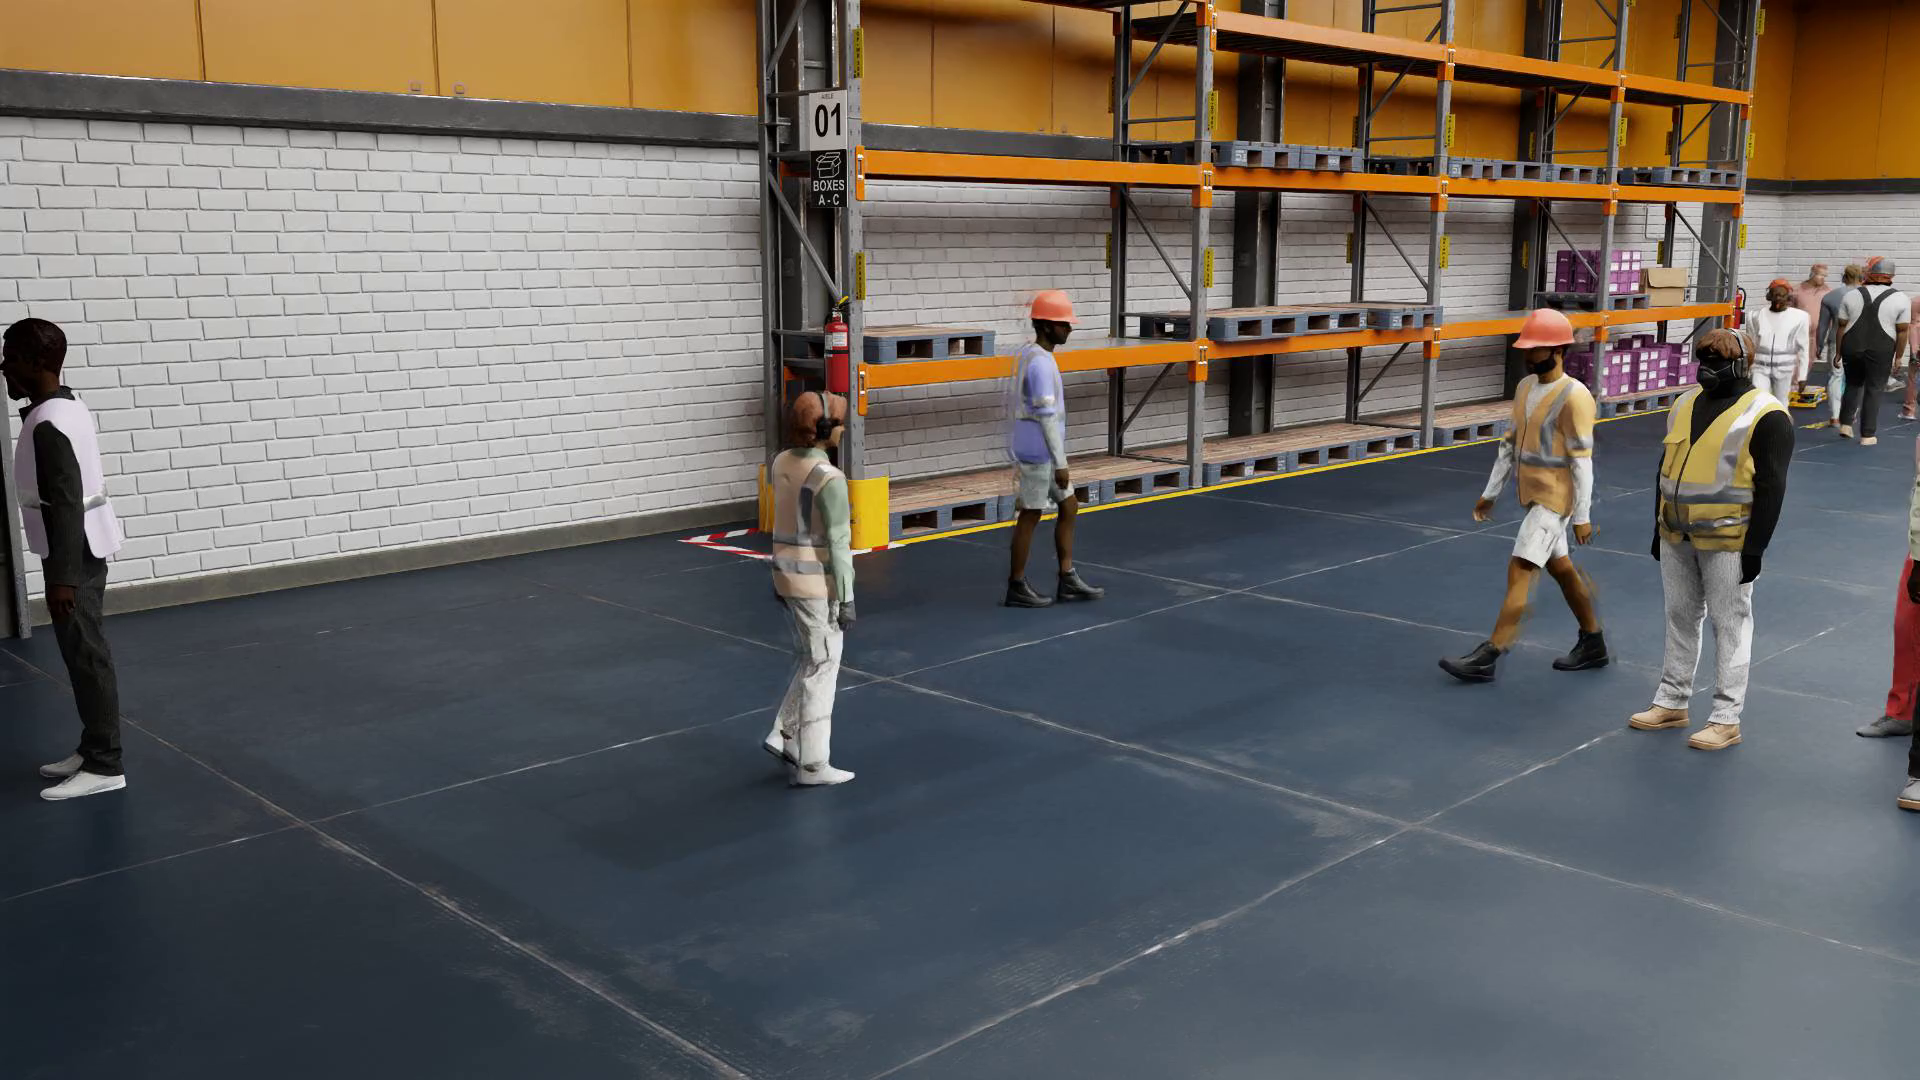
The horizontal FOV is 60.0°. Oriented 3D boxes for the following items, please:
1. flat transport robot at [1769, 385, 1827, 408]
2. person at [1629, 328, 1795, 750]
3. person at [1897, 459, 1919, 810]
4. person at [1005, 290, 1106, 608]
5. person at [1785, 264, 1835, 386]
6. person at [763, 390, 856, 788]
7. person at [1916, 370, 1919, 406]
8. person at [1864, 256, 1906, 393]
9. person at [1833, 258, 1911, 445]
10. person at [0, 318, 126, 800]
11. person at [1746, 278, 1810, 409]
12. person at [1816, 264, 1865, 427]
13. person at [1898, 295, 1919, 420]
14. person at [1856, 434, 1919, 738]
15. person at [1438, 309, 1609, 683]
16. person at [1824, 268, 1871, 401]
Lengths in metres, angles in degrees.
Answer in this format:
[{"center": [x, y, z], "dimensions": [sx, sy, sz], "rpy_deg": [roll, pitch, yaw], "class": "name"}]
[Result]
[{"center": [11.033, -1.915, 22.018], "dimensions": [0.652, 0.197, 1.431], "rpy_deg": [7, 12, 33], "class": "flat transport robot"}, {"center": [3.301, -0.009, 7.337], "dimensions": [0.429, 1.844, 0.627], "rpy_deg": [-5, 11, -24], "class": "person"}, {"center": [3.968, 0.097, 6.366], "dimensions": [0.611, 1.985, 0.393], "rpy_deg": [6, 12, 29], "class": "person"}, {"center": [0.608, -0.520, 9.924], "dimensions": [0.760, 1.911, 0.584], "rpy_deg": [1, 10, 3], "class": "person"}, {"center": [11.475, -2.783, 22.439], "dimensions": [0.665, 1.847, 1.023], "rpy_deg": [2, 11, 11], "class": "person"}, {"center": [-0.575, 0.206, 6.745], "dimensions": [0.374, 1.624, 0.543], "rpy_deg": [-6, 12, -31], "class": "person"}, {"center": [9.014, -1.334, 15.140], "dimensions": [0.530, 1.621, 0.544], "rpy_deg": [8, 13, 36], "class": "person"}, {"center": [12.940, -3.018, 23.565], "dimensions": [1.039, 1.905, 0.617], "rpy_deg": [5, 11, 24], "class": "person"}, {"center": [9.850, -2.055, 17.953], "dimensions": [0.696, 2.000, 0.623], "rpy_deg": [9, 14, 40], "class": "person"}, {"center": [-3.574, 0.074, 6.671], "dimensions": [0.398, 1.920, 0.589], "rpy_deg": [-5, 11, -24], "class": "person"}, {"center": [8.045, -1.667, 16.411], "dimensions": [0.587, 1.846, 0.940], "rpy_deg": [6, 12, 30], "class": "person"}, {"center": [10.431, -2.283, 19.571], "dimensions": [0.652, 1.902, 0.842], "rpy_deg": [6, 12, 31], "class": "person"}, {"center": [11.629, -2.310, 19.852], "dimensions": [0.632, 1.863, 0.996], "rpy_deg": [2, 11, 9], "class": "person"}, {"center": [4.440, 0.037, 7.347], "dimensions": [0.730, 1.741, 0.524], "rpy_deg": [-3, 11, -14], "class": "person"}, {"center": [2.933, -0.218, 8.388], "dimensions": [1.013, 1.885, 0.562], "rpy_deg": [-1, 10, -8], "class": "person"}, {"center": [12.089, -2.800, 22.667], "dimensions": [0.653, 1.797, 0.801], "rpy_deg": [5, 11, 24], "class": "person"}]
